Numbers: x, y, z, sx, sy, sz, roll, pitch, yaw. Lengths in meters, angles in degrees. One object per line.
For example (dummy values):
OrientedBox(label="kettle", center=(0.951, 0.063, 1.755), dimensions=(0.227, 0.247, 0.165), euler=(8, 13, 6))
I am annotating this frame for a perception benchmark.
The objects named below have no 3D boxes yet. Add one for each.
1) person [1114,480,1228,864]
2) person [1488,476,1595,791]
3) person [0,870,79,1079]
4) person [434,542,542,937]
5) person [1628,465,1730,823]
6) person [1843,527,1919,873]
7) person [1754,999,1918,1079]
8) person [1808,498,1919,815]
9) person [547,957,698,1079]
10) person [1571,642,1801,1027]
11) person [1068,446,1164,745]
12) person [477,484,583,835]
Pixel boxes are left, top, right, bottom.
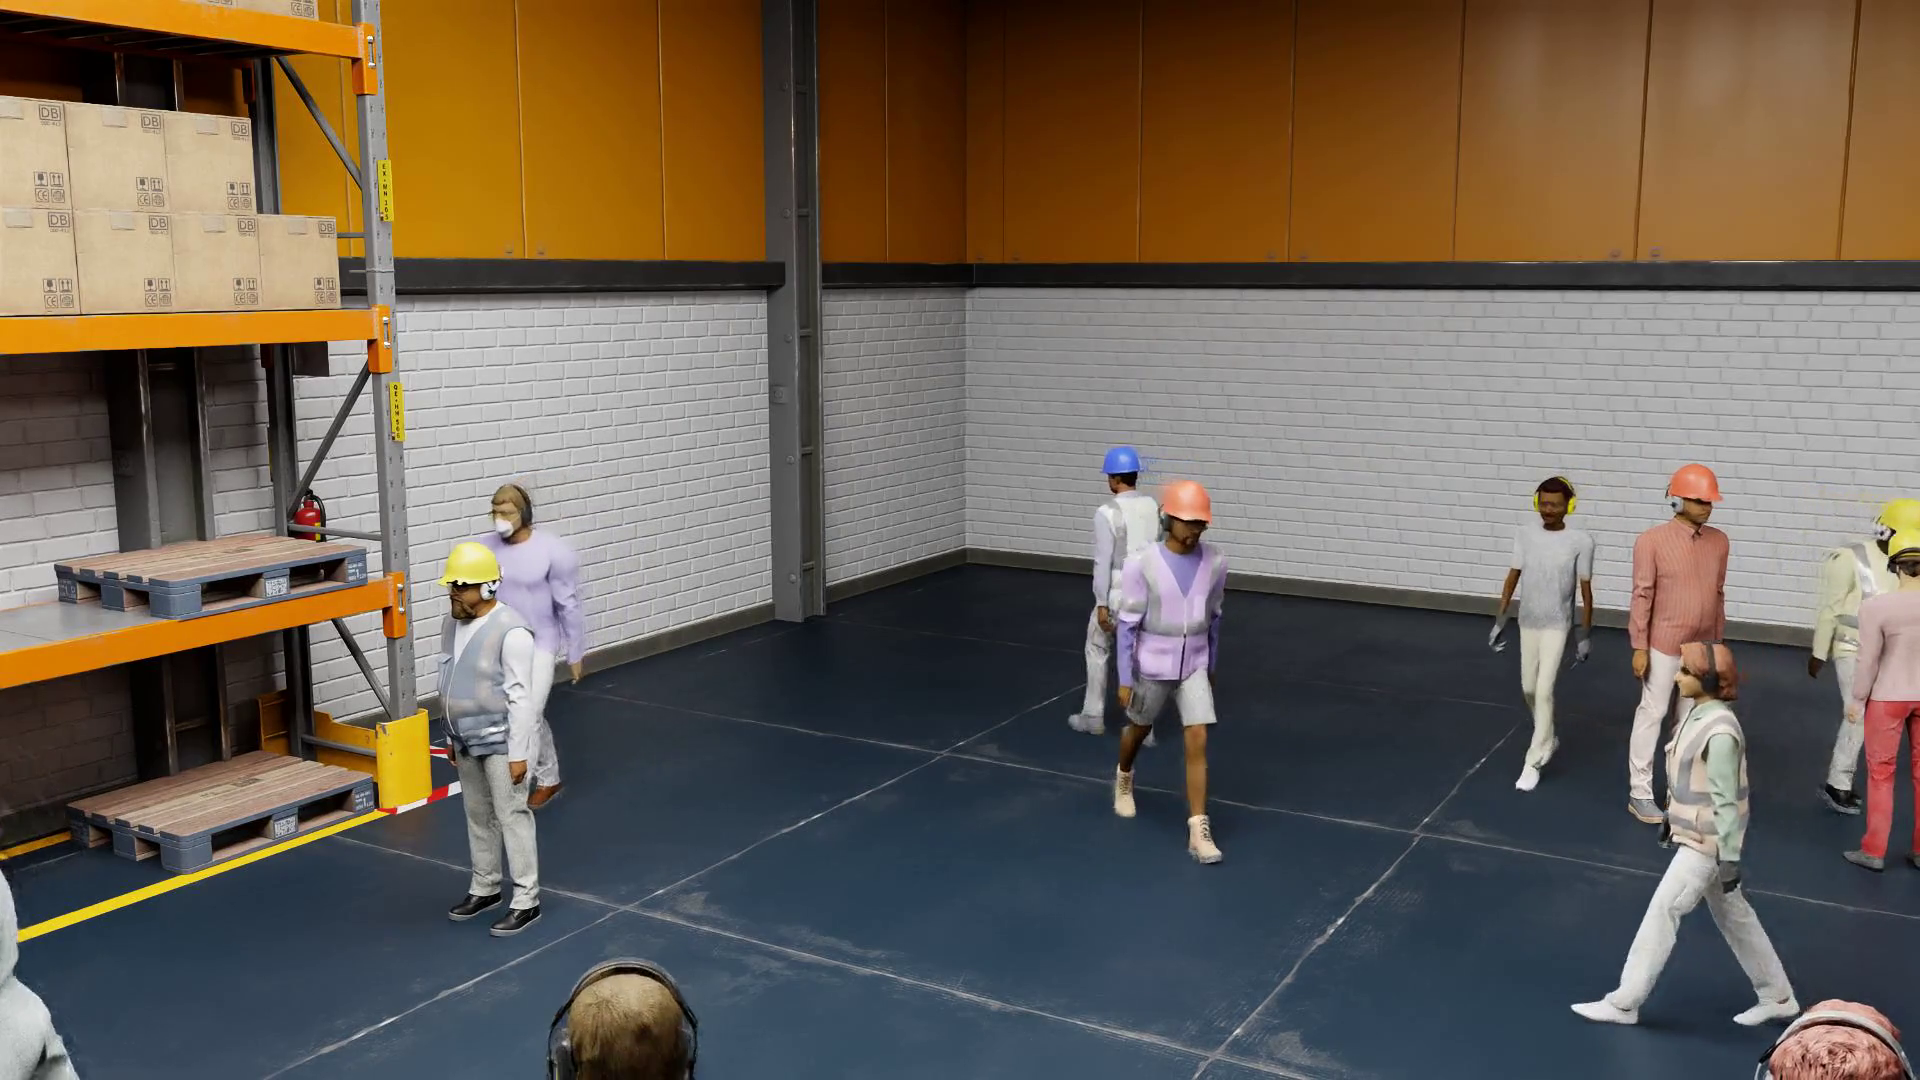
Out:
OrientedBox(label="person", center=(1.103, 0.635, 8.890), dimensions=(0.628, 1.981, 1.133), euler=(-2, 9, -14))
OrientedBox(label="person", center=(3.509, 0.520, 9.994), dimensions=(0.519, 1.839, 0.818), euler=(9, 13, 44))
OrientedBox(label="person", center=(-2.769, 1.452, 4.693), dimensions=(0.914, 1.684, 0.560), euler=(-3, 10, -20))
OrientedBox(label="person", center=(-2.185, 0.905, 7.665), dimensions=(0.591, 1.823, 0.405), euler=(7, 12, 38))
OrientedBox(label="person", center=(3.986, 0.570, 9.206), dimensions=(0.622, 1.992, 0.388), euler=(-3, 10, -18))
OrientedBox(label="person", center=(4.766, 0.813, 8.426), dimensions=(0.522, 1.761, 0.327), euler=(0, 9, 2))
OrientedBox(label="person", center=(1.360, 1.666, 2.688), dimensions=(0.634, 1.900, 0.401), euler=(8, 12, 40))
OrientedBox(label="person", center=(5.149, 0.650, 9.359), dimensions=(0.632, 1.787, 0.592), euler=(-2, 9, -14))
OrientedBox(label="person", center=(-0.559, 1.629, 2.827), dimensions=(0.647, 1.921, 0.443), euler=(-2, 9, -13))
OrientedBox(label="person", center=(2.970, 1.183, 6.621), dimensions=(0.874, 1.591, 0.536), euler=(3, 9, 15))
OrientedBox(label="person", center=(1.037, 0.342, 10.837), dimensions=(0.631, 1.915, 0.787), euler=(-6, 11, -31))
OrientedBox(label="person", center=(-2.446, 0.642, 9.096), dimensions=(0.652, 1.883, 1.014), euler=(3, 10, 17))
